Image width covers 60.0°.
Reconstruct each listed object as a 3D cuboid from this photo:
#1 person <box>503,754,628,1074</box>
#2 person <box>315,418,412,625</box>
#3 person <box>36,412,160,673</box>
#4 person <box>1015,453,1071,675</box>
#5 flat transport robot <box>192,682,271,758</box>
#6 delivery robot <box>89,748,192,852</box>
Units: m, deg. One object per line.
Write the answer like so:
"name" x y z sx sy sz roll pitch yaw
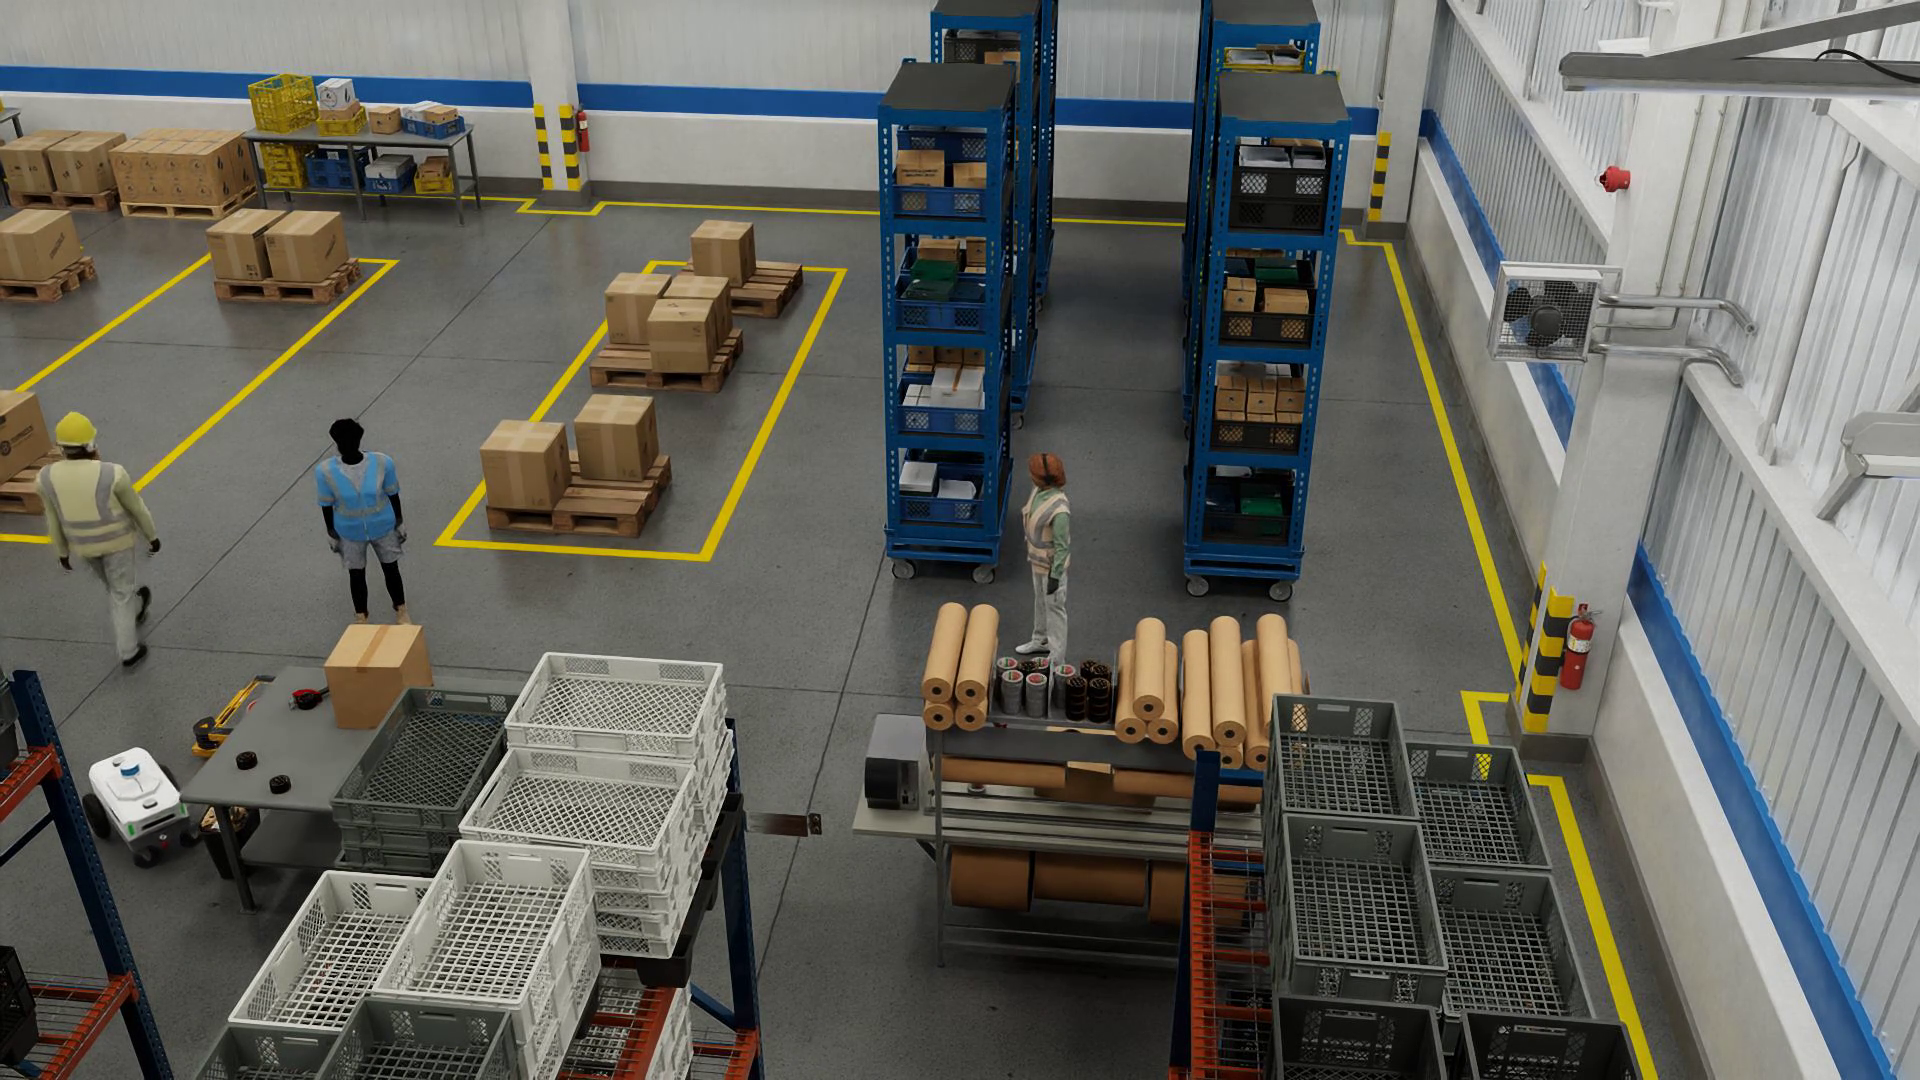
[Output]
"person" -1.879 1.820 7.886 0.631 1.932 0.370 0 30 0
"person" -4.054 -0.070 11.356 0.540 1.696 0.317 -11 32 -18
"person" -5.740 -0.060 11.253 0.608 1.782 0.892 0 30 0
"person" 0.576 0.149 11.038 0.310 1.639 0.514 -8 31 -14
"flat transport robot" -4.089 1.163 10.648 1.431 0.197 0.652 3 30 6
"delivery robot" -4.791 1.498 9.703 0.477 0.478 0.707 -24 38 -35
